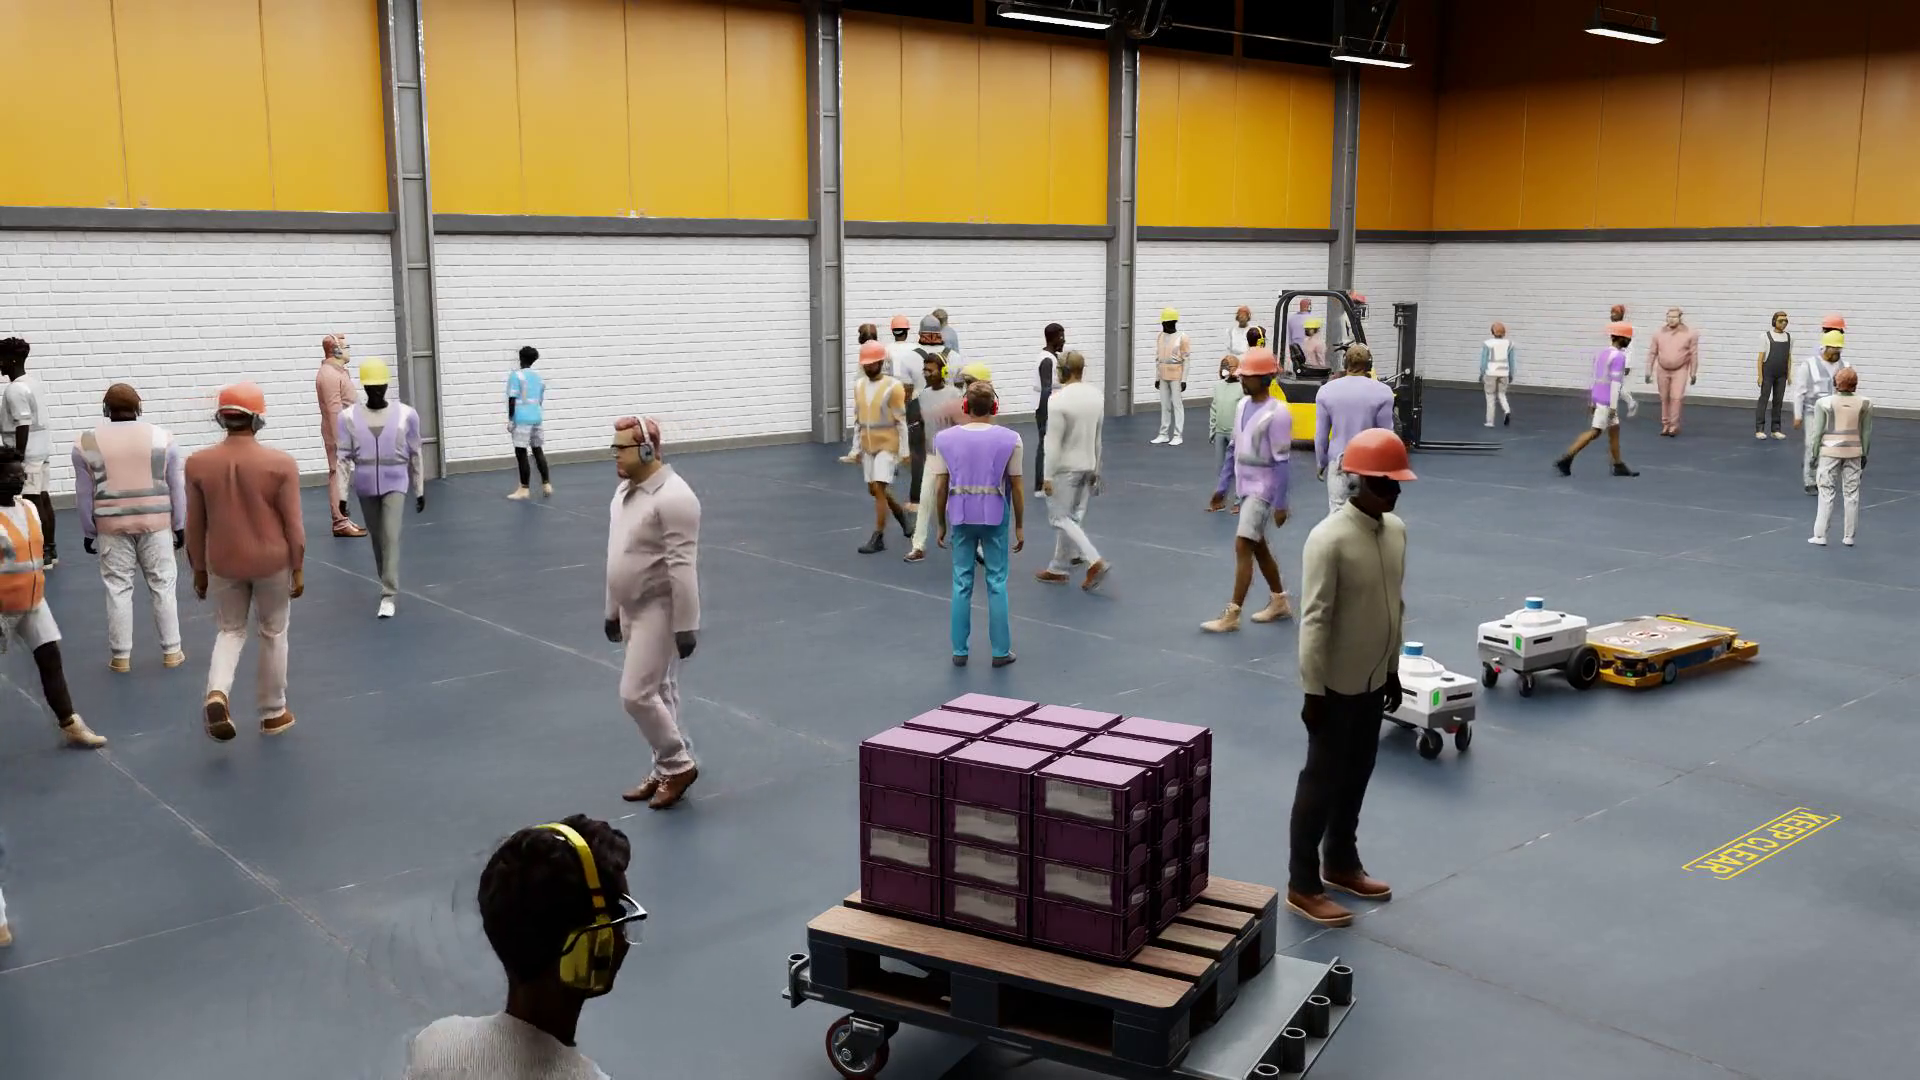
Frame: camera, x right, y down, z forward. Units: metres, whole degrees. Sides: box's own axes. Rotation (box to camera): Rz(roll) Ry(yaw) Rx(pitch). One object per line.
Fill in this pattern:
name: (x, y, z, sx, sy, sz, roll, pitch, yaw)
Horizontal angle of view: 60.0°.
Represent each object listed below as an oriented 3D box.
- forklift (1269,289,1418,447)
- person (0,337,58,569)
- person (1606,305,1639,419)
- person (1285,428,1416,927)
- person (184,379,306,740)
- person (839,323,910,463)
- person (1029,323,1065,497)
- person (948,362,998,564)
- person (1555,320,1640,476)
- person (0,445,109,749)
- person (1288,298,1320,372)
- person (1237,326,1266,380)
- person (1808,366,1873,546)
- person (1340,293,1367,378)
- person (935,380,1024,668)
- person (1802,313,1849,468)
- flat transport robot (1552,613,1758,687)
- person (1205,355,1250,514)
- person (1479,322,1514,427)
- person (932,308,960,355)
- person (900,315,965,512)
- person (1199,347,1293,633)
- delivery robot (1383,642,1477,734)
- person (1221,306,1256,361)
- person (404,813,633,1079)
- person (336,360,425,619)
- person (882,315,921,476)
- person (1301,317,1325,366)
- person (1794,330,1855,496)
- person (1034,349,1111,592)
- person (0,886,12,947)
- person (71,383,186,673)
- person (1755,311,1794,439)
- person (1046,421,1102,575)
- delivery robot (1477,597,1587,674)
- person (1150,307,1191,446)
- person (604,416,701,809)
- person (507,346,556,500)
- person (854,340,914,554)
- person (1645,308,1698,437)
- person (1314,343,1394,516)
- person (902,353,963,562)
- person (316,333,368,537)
forklift: (5.034, -2.339, 22.783, 2.313, 2.155, 1.214, 3, 10, 16)
person: (-7.855, -0.725, 14.000, 0.371, 1.966, 0.608, -2, 10, -14)
person: (10.475, -2.795, 26.399, 0.531, 1.867, 0.600, -3, 10, -16)
person: (1.566, 0.538, 6.590, 0.438, 1.980, 0.634, 9, 13, 44)
person: (-3.850, 0.129, 8.958, 0.616, 1.977, 0.677, -1, 10, -4)
person: (-1.051, -1.859, 21.157, 0.923, 1.806, 0.631, 0, 10, -1)
person: (0.956, -1.421, 18.252, 0.387, 1.909, 0.589, 1, 10, 7)
person: (0.129, -0.636, 14.135, 0.519, 1.747, 0.384, 6, 11, 31)
person: (7.626, -1.673, 19.823, 0.992, 1.892, 0.555, 0, 10, 2)
person: (-5.066, 0.317, 8.829, 0.888, 1.654, 0.536, 2, 10, 10)
person: (6.057, -3.293, 29.239, 0.406, 1.905, 0.661, -6, 12, -34)
person: (3.251, -1.422, 18.363, 0.329, 1.873, 0.512, -6, 12, -33)
person: (7.993, -0.751, 15.112, 0.513, 1.640, 0.308, 1, 10, 8)
person: (6.862, -3.261, 28.743, 0.810, 1.998, 0.606, -6, 12, -34)
person: (0.125, -0.093, 10.654, 0.573, 1.843, 0.376, 2, 10, 9)
person: (10.664, -1.817, 20.481, 0.373, 1.934, 0.551, 2, 10, 13)
flat transport robot: (4.441, 0.690, 10.676, 1.431, 0.197, 0.652, -7, 12, -36)
person: (2.763, -1.082, 17.064, 0.280, 1.633, 0.500, -9, 13, -43)
person: (8.269, -2.532, 25.577, 0.512, 1.622, 0.423, -1, 10, -8)
person: (-0.177, -2.299, 23.383, 0.439, 1.917, 0.660, 1, 10, 8)
person: (-0.321, -1.311, 17.212, 0.688, 2.000, 0.539, -3, 10, -19)
person: (2.073, -0.360, 11.757, 0.716, 2.029, 0.616, -3, 10, -16)
delivery robot: (2.435, 0.794, 8.962, 0.477, 0.478, 0.707, -5, 11, -28)
person: (4.306, -2.652, 25.583, 0.588, 1.856, 0.739, 5, 11, 28)
person: (-0.702, 1.335, 2.356, 0.548, 1.830, 0.718, 9, 13, 43)
person: (-4.323, -0.408, 12.430, 0.601, 1.882, 1.018, -2, 10, -9)
person: (-0.710, -1.732, 19.998, 0.545, 1.933, 0.376, -2, 10, -10)
person: (5.339, -2.508, 25.181, 0.921, 1.723, 0.522, -3, 10, -16)
person: (9.554, -1.392, 18.333, 0.616, 1.827, 0.506, 0, 10, -1)
person: (0.897, -0.549, 13.118, 0.810, 1.918, 0.646, 8, 13, 40)
person: (-3.854, 0.713, 6.030, 0.696, 1.822, 0.640, -8, 13, -41)
person: (-5.259, -0.077, 10.583, 0.625, 1.842, 0.429, -5, 11, -27)
person: (11.754, -2.370, 23.989, 0.506, 1.847, 0.345, -1, 10, -4)
person: (0.922, -0.513, 13.854, 0.498, 1.597, 0.825, 5, 11, 27)
delivery robot: (3.486, 0.593, 10.135, 0.707, 0.478, 0.477, -7, 12, -34)
person: (2.945, -2.281, 23.235, 0.383, 1.923, 0.589, -8, 12, -39)
person: (-1.495, 0.351, 7.931, 0.449, 1.888, 0.671, -7, 12, -34)
person: (-4.709, -1.272, 18.108, 0.326, 1.663, 0.614, 4, 11, 23)
person: (-0.650, -0.856, 14.960, 0.570, 1.912, 0.790, 7, 12, 36)
person: (10.340, -2.435, 24.255, 0.683, 1.873, 0.846, 7, 12, 36)
person: (3.186, -0.622, 13.480, 0.629, 1.940, 0.379, 5, 11, 25)
person: (-0.145, -0.737, 14.550, 0.492, 1.818, 0.982, 6, 11, 31)
person: (-5.828, -0.986, 15.695, 0.407, 1.912, 0.641, -3, 10, -19)
